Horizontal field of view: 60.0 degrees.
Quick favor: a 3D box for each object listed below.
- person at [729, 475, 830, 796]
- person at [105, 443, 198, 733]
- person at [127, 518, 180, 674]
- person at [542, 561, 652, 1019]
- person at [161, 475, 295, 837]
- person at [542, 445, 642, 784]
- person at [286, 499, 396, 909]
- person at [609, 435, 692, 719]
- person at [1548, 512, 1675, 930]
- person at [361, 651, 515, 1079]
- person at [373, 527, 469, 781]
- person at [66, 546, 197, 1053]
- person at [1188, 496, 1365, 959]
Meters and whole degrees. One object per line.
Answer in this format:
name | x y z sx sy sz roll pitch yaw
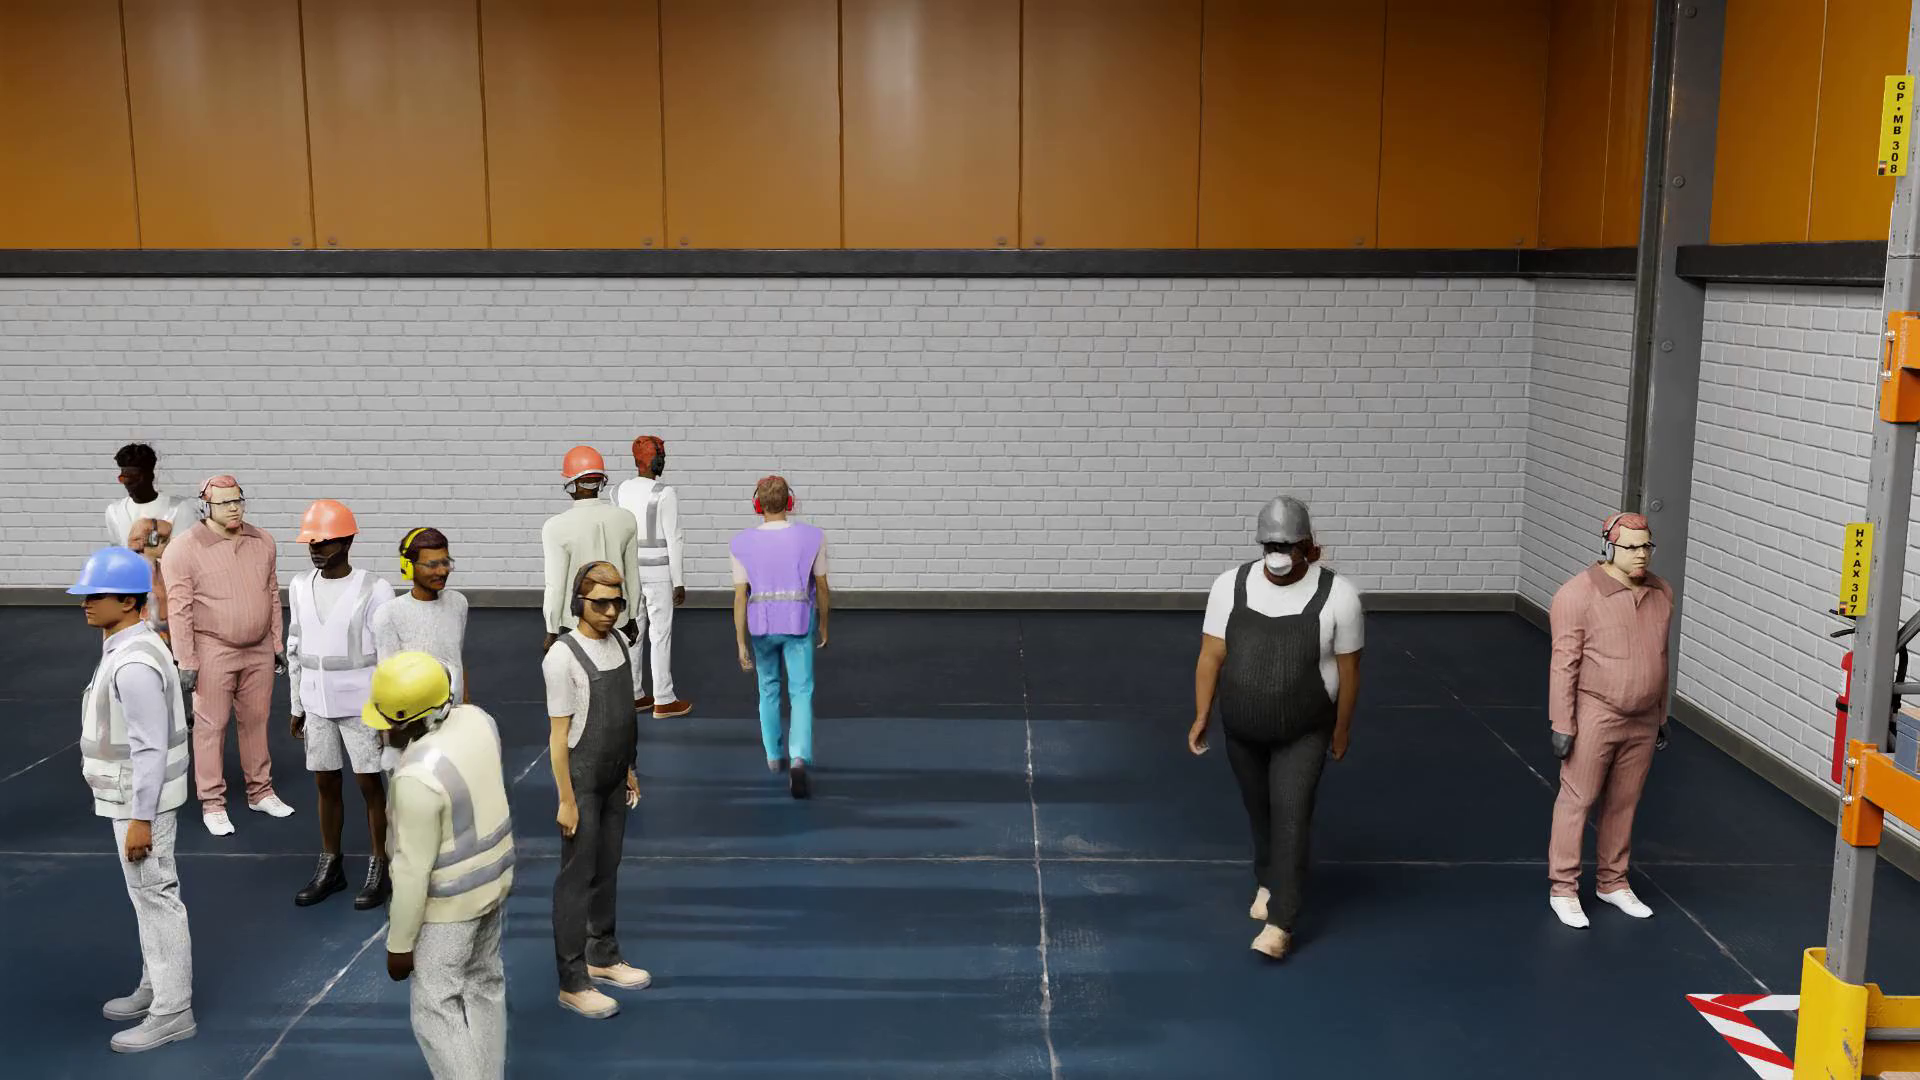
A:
person | -1.033 0.534 9.575 0.567 1.809 0.885 -1 10 -4
person | -5.025 0.346 10.391 0.628 1.917 0.998 0 9 3
person | -4.533 0.683 9.291 0.318 1.599 0.578 0 9 2
person | -1.474 0.988 6.752 0.344 1.840 0.506 4 10 20
person | -3.880 0.598 8.891 0.408 1.908 0.641 6 11 32
person | -2.103 0.457 9.474 0.623 1.992 0.397 -9 13 -43
person | -2.898 0.767 7.781 0.543 1.940 0.361 2 10 11
person | -2.070 0.244 11.079 0.581 1.882 0.339 6 11 31
person | 2.990 0.816 7.589 0.651 1.906 0.402 -3 10 -20
person | -1.719 1.209 5.636 0.406 1.782 0.666 2 10 10
person | -2.362 0.864 7.434 0.310 1.861 0.532 6 11 31
person | -3.184 0.984 6.446 0.375 1.950 0.614 -5 11 -29
person | 1.359 0.787 7.361 0.693 2.000 0.953 5 11 29
